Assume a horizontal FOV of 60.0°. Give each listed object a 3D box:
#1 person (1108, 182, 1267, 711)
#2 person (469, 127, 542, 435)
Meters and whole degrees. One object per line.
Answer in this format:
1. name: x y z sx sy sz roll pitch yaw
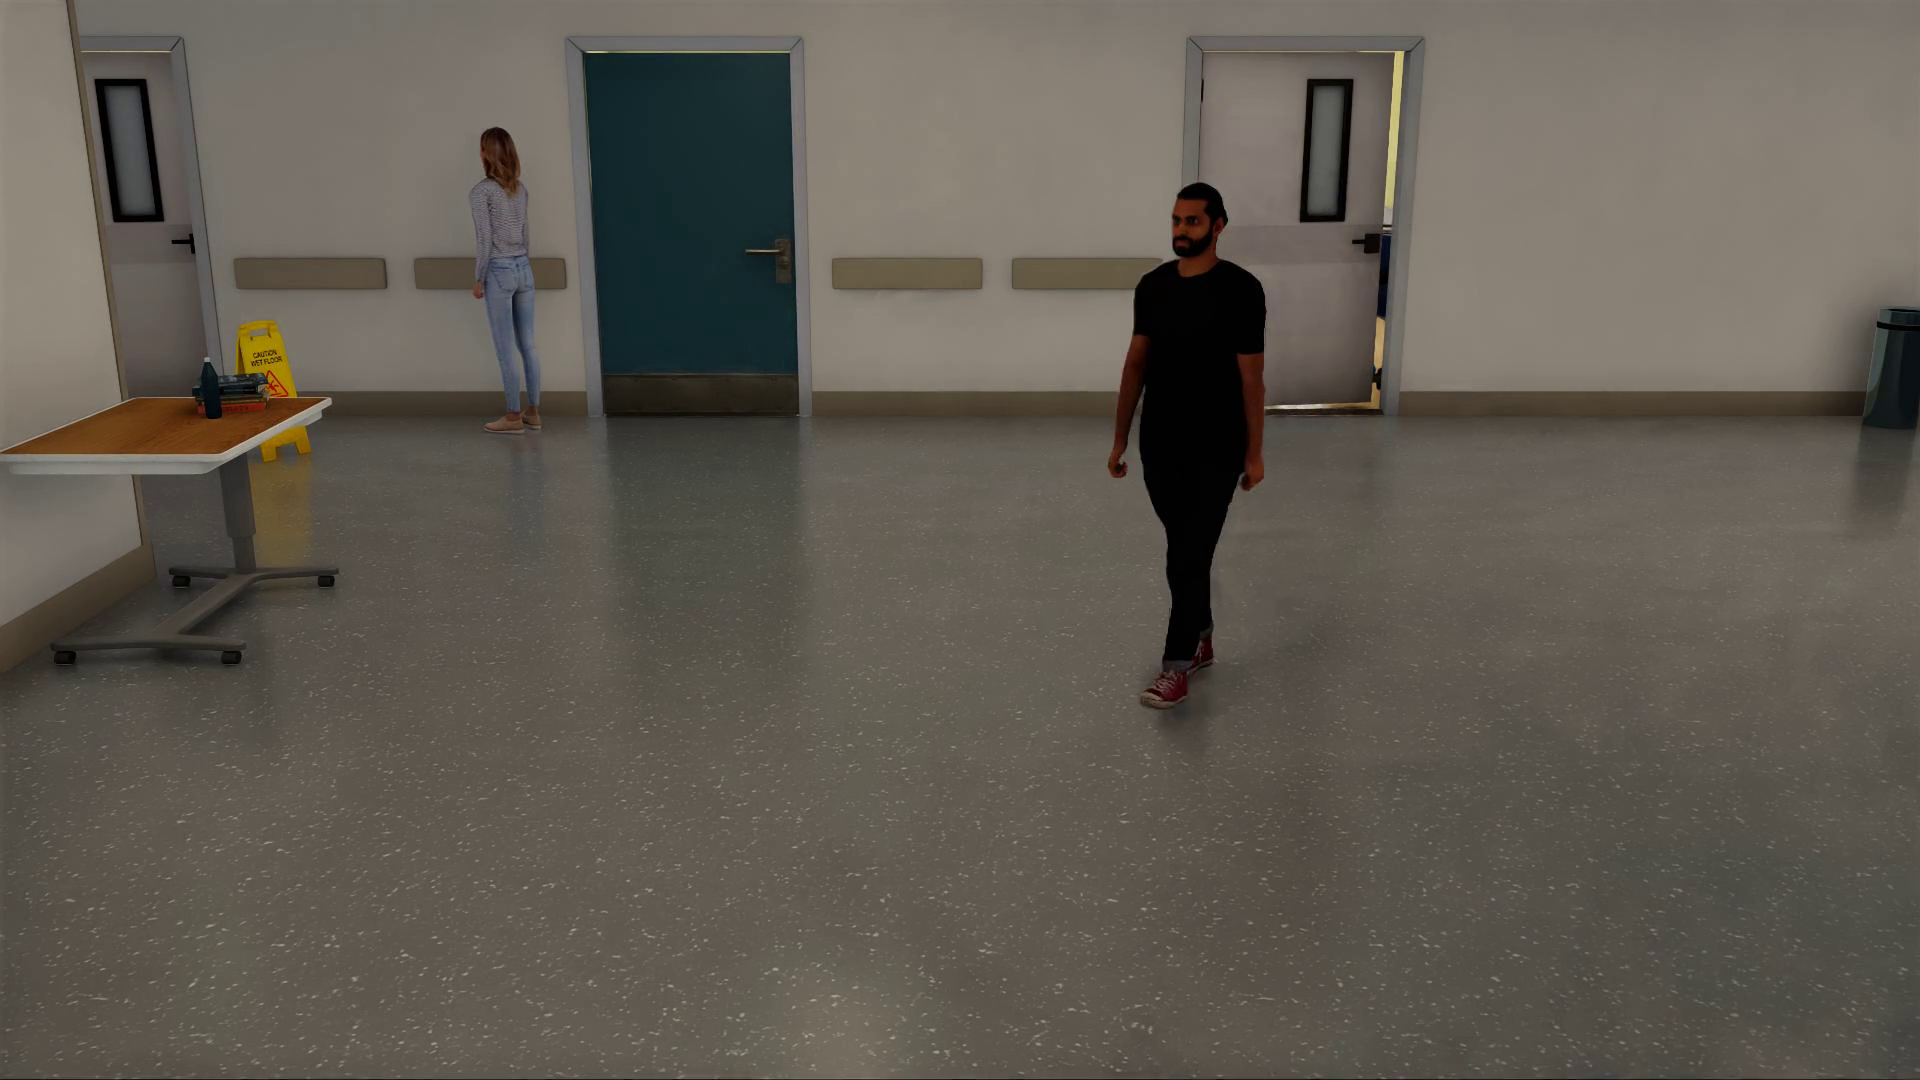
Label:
1. person: 0.841 -0.334 5.736 0.989 1.735 1.008 12 20 37
2. person: -2.689 -1.533 9.875 0.665 1.796 0.664 8 18 27
